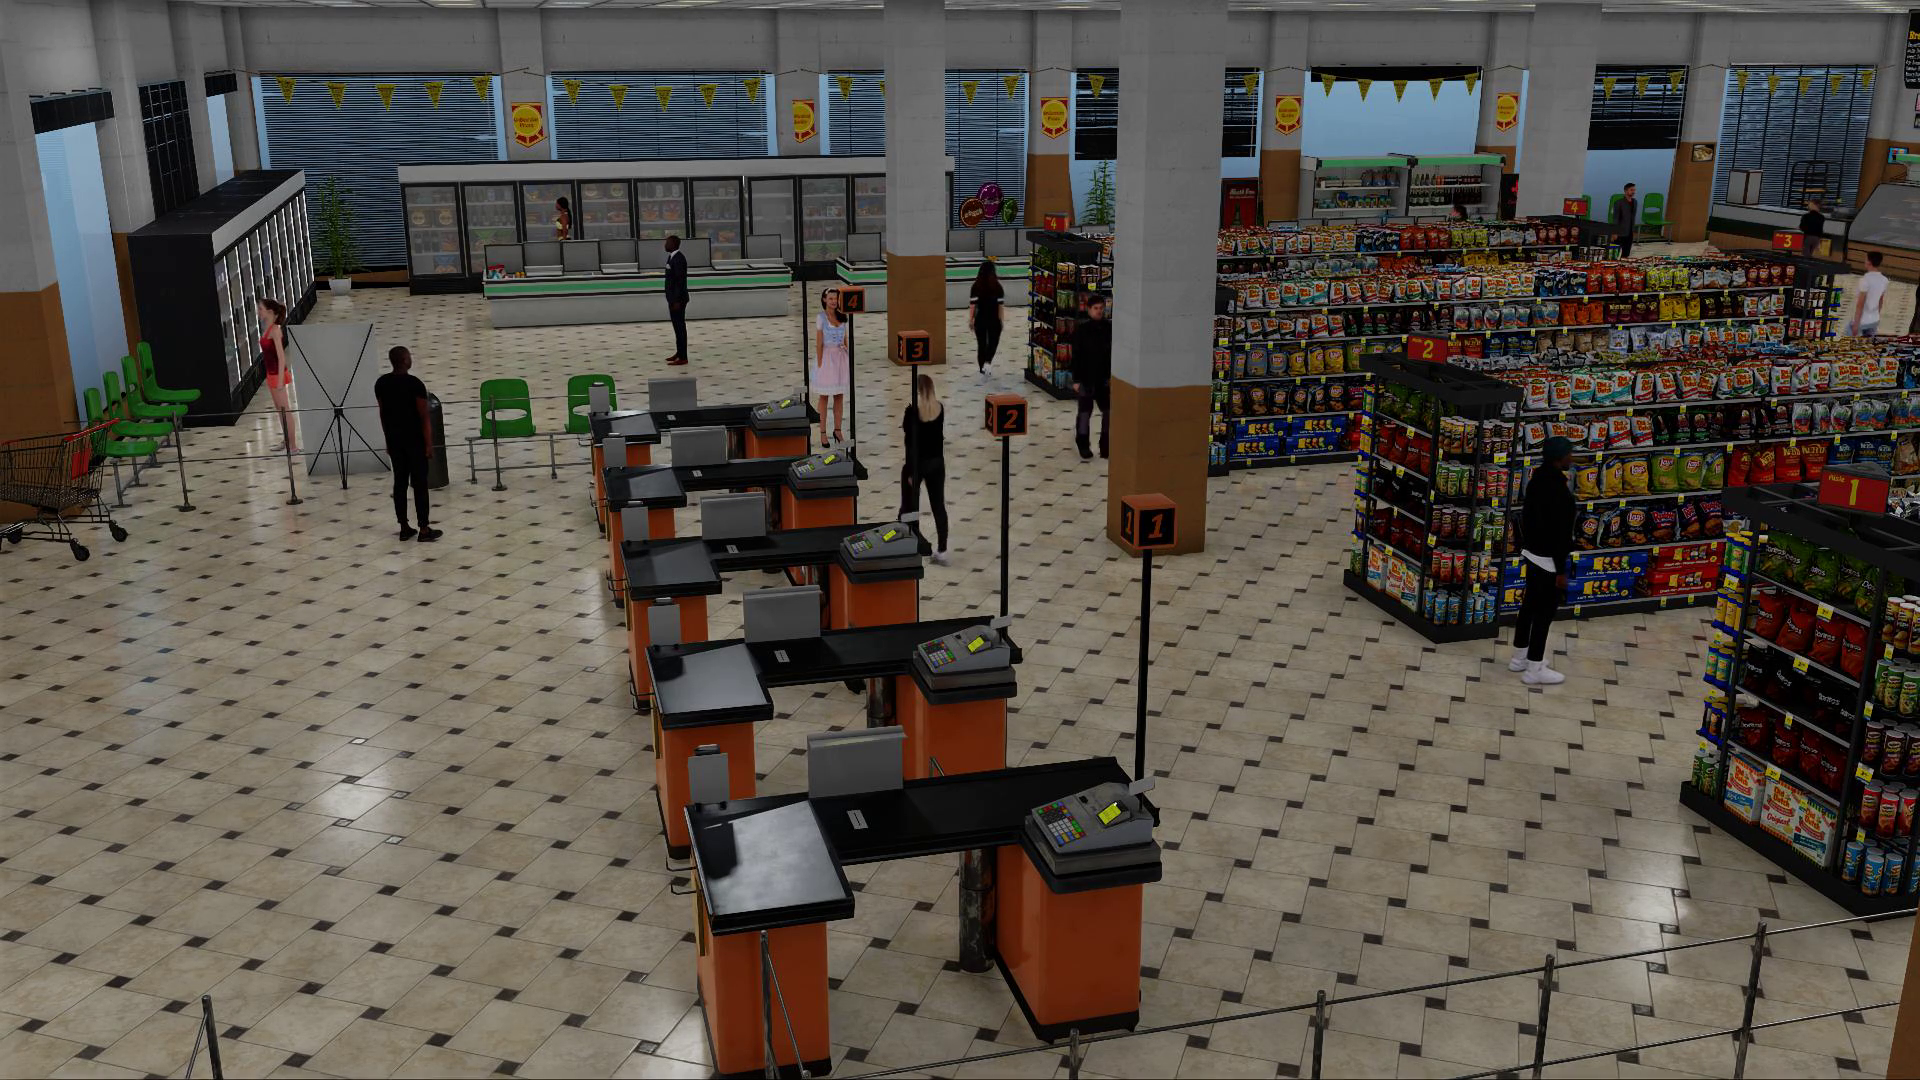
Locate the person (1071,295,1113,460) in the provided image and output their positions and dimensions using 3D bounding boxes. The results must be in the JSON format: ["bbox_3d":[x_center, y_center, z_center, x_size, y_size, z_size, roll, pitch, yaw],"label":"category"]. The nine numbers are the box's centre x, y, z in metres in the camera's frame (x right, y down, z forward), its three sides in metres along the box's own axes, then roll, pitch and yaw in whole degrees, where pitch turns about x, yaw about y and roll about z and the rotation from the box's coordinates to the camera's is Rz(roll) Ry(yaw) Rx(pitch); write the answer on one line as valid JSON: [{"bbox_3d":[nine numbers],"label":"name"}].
[{"bbox_3d":[1.450,-1.784,18.310,0.817,1.816,0.829,-6,18,-19],"label":"person"}]

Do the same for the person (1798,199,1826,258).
[{"bbox_3d":[15.599,-5.374,30.430,0.880,1.642,0.691,-6,18,-19],"label":"person"}]

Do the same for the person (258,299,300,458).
[{"bbox_3d":[-7.615,-1.829,18.564,0.619,1.754,0.622,-9,19,-27],"label":"person"}]

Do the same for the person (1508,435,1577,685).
[{"bbox_3d":[4.213,0.129,12.006,0.630,1.818,0.695,-2,17,-6],"label":"person"}]

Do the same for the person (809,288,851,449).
[{"bbox_3d":[-1.455,-1.967,18.907,0.781,1.818,0.865,-12,20,-33],"label":"person"}]

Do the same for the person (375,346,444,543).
[{"bbox_3d":[-5.108,-0.891,15.364,0.690,1.819,0.809,5,18,16],"label":"person"}]

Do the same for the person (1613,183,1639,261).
[{"bbox_3d":[12.581,-5.818,31.500,0.583,1.871,0.789,-8,19,-24],"label":"person"}]

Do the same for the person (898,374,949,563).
[{"bbox_3d":[-0.253,-0.599,14.696,1.087,1.647,0.931,-12,21,-34],"label":"person"}]

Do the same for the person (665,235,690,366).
[{"bbox_3d":[-4.039,-3.430,23.716,0.578,1.824,0.692,-4,17,-13],"label":"person"}]

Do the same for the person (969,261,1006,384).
[{"bbox_3d":[0.382,-2.914,22.358,0.756,1.626,0.829,1,17,2],"label":"person"}]

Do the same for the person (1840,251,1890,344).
[{"bbox_3d":[11.864,-2.812,21.659,0.631,1.836,0.796,-8,19,-24],"label":"person"}]

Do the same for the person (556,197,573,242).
[{"bbox_3d":[-7.090,-5.295,29.978,0.548,1.755,0.580,-2,17,-7],"label":"person"}]
